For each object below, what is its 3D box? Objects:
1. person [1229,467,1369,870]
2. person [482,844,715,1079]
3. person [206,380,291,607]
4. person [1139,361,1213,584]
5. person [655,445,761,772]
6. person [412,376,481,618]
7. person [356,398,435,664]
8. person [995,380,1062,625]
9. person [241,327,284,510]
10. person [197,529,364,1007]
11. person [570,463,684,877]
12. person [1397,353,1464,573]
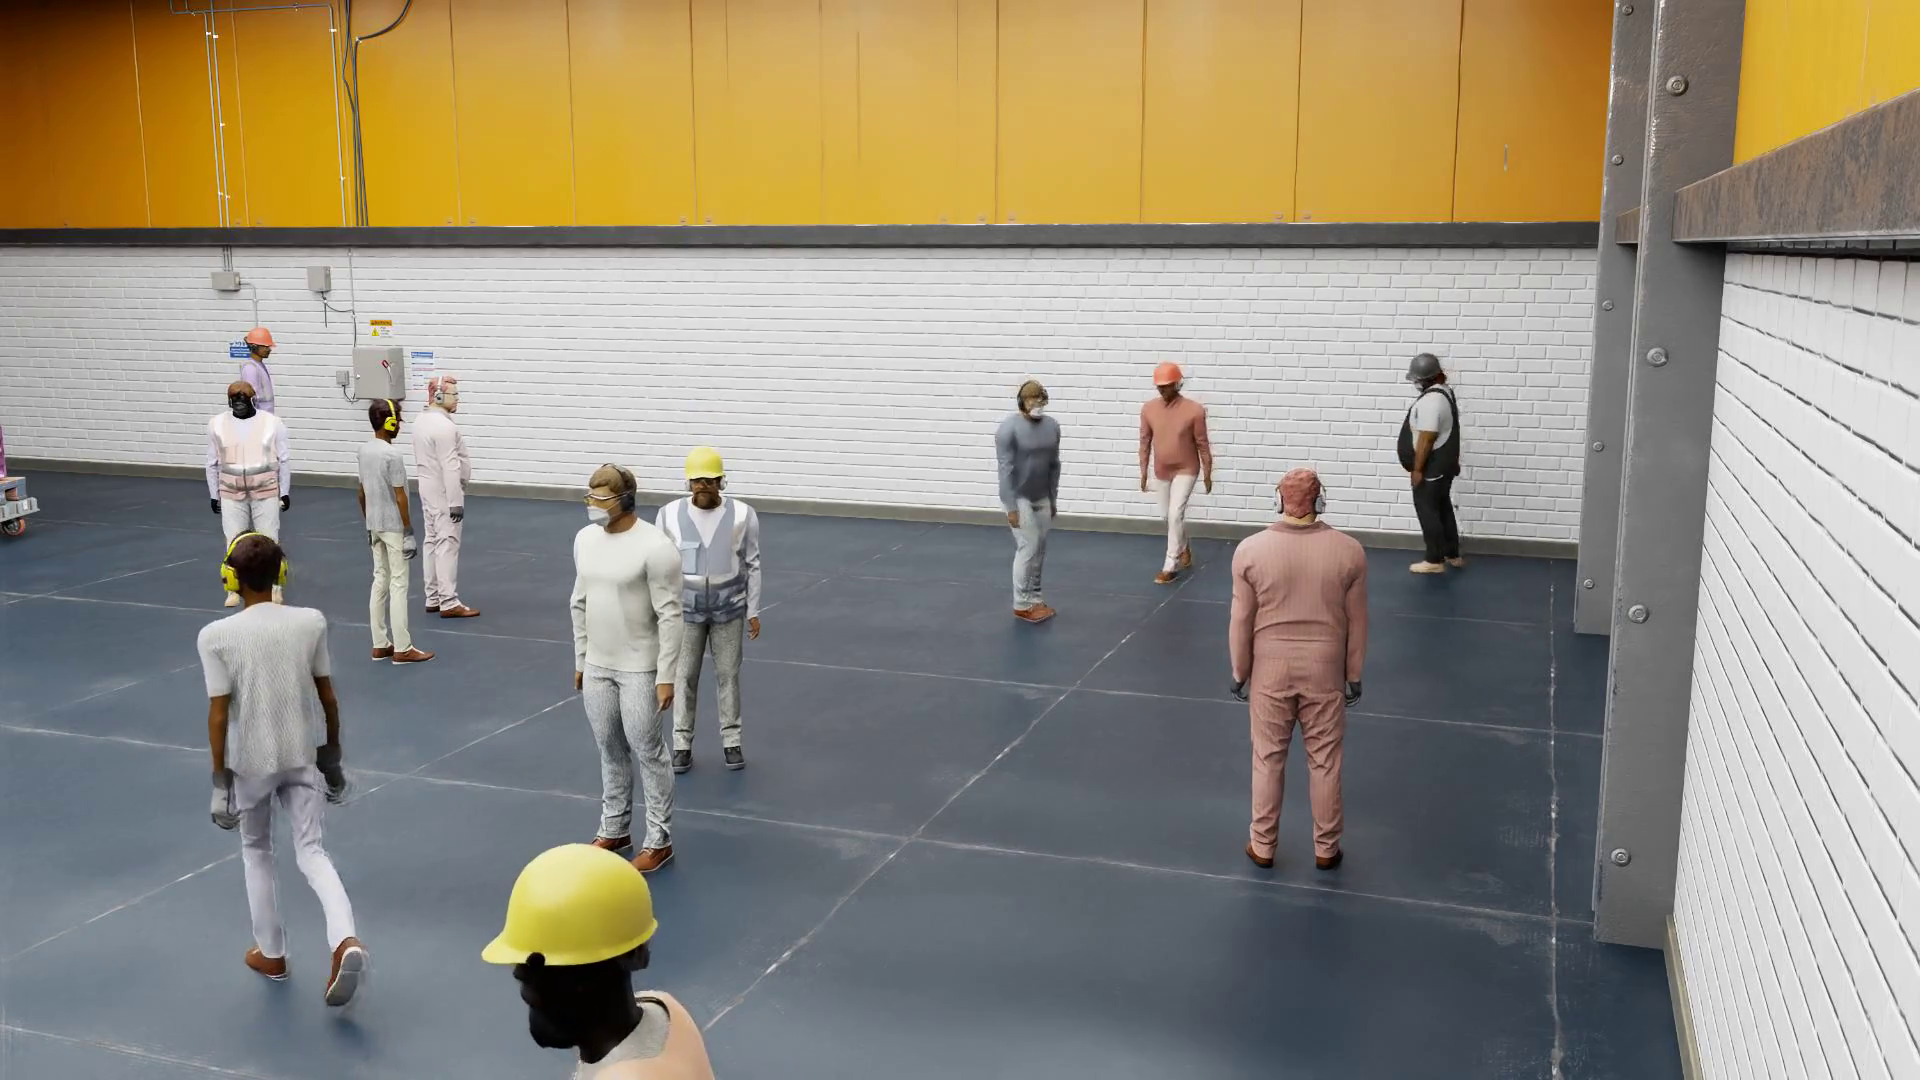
[{"bbox_3d":[1.579,0.607,7.803,0.639,1.901,0.406,1,10,8],"label":"person"},{"bbox_3d":[-0.597,1.462,2.958,0.436,1.912,0.590,0,10,-2],"label":"person"},{"bbox_3d":[-5.767,-0.377,13.502,0.630,1.842,0.429,-3,10,-15],"label":"person"},{"bbox_3d":[1.927,-0.630,14.665,0.645,1.947,0.921,6,12,31],"label":"person"},{"bbox_3d":[-1.398,0.381,9.255,0.591,1.834,0.404,-1,10,-8],"label":"person"},{"bbox_3d":[-4.053,-0.341,13.128,0.400,1.903,0.645,-7,12,-35],"label":"person"},{"bbox_3d":[-3.983,-0.059,11.657,0.507,1.865,0.329,7,12,35],"label":"person"},{"bbox_3d":[0.542,-0.286,12.826,0.638,1.903,0.499,-10,14,-43],"label":"person"},{"bbox_3d":[-7.671,-1.320,18.306,0.406,2.029,0.612,-3,10,-15],"label":"person"},{"bbox_3d":[-2.610,0.887,6.423,0.539,1.842,0.827,-9,14,-42],"label":"person"},{"bbox_3d":[-1.563,0.597,7.747,0.636,1.936,0.354,7,12,33],"label":"person"},{"bbox_3d":[4.221,-0.726,14.911,0.570,2.000,0.801,6,12,31],"label":"person"}]
